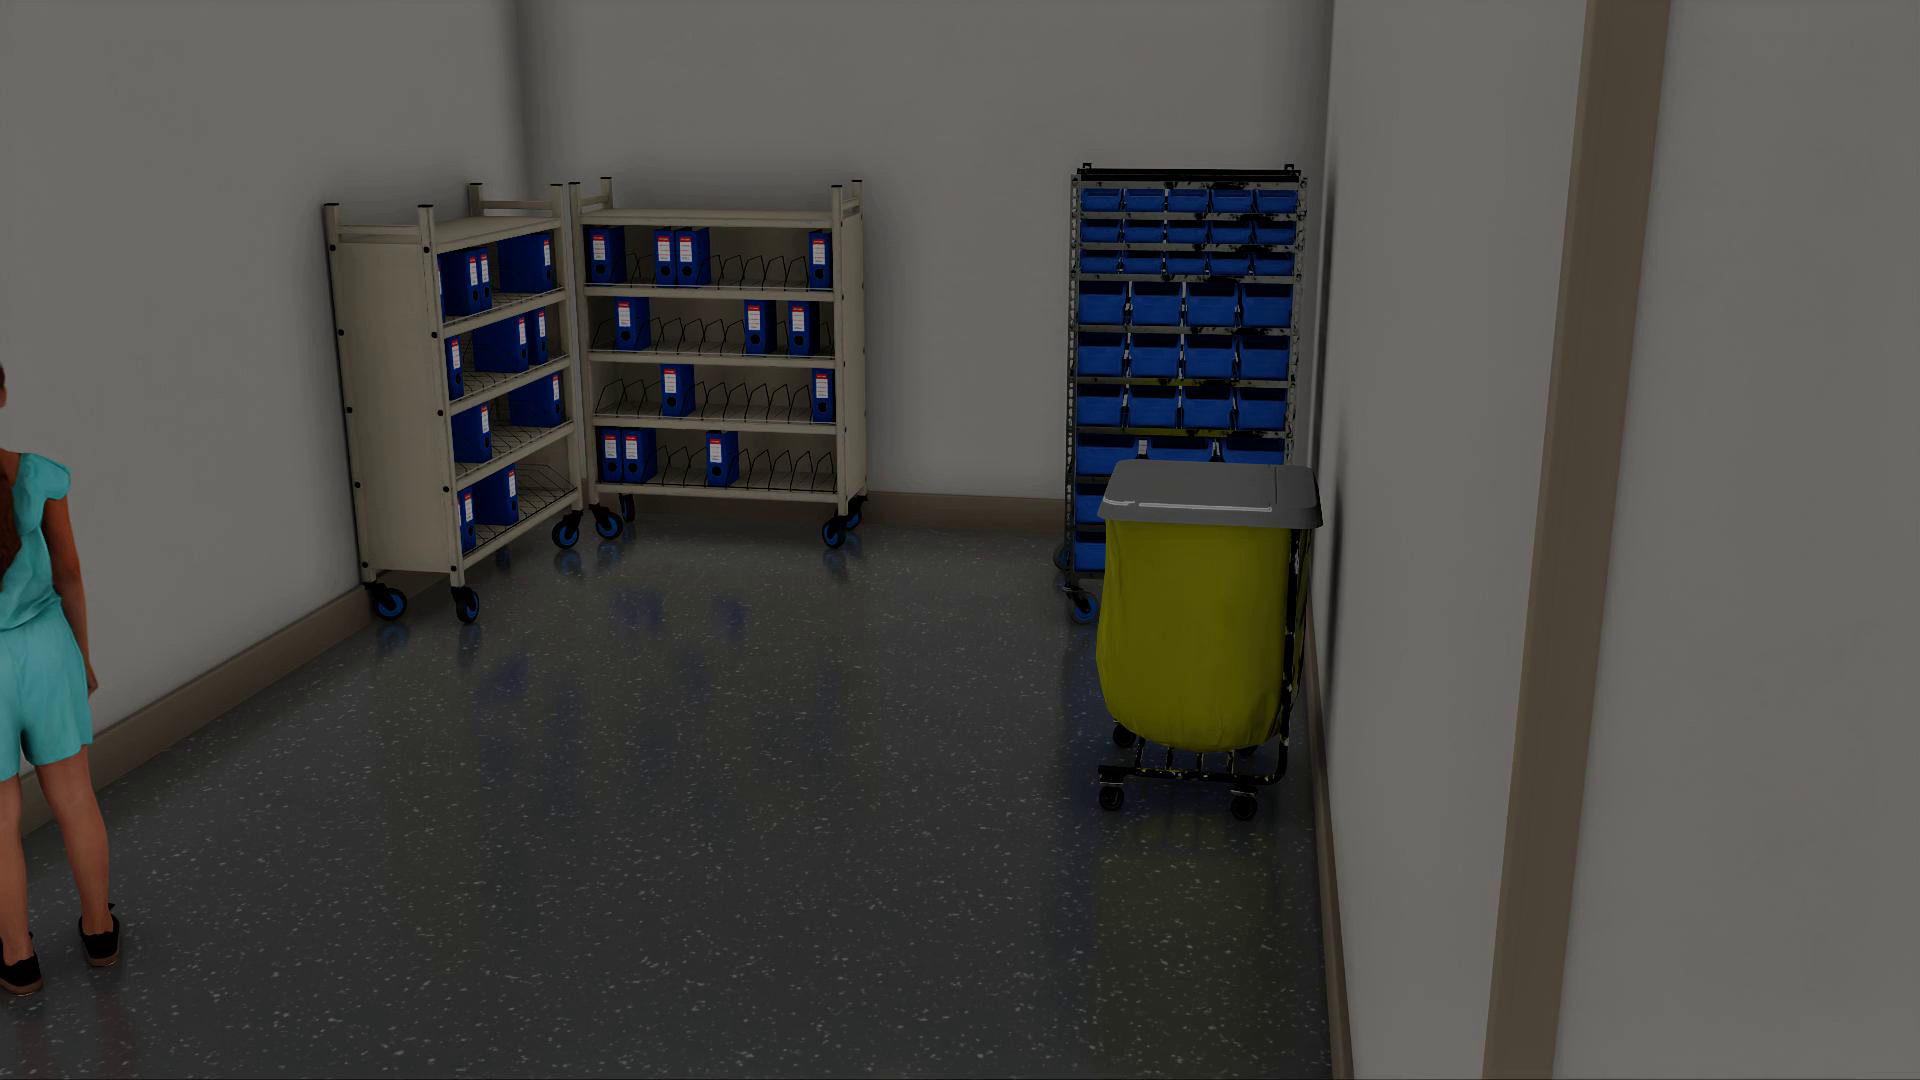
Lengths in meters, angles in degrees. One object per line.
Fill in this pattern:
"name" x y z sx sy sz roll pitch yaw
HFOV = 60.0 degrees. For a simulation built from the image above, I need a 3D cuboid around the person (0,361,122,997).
"person" -2.215 0.290 3.863 0.648 1.558 0.695 -14 21 -41
